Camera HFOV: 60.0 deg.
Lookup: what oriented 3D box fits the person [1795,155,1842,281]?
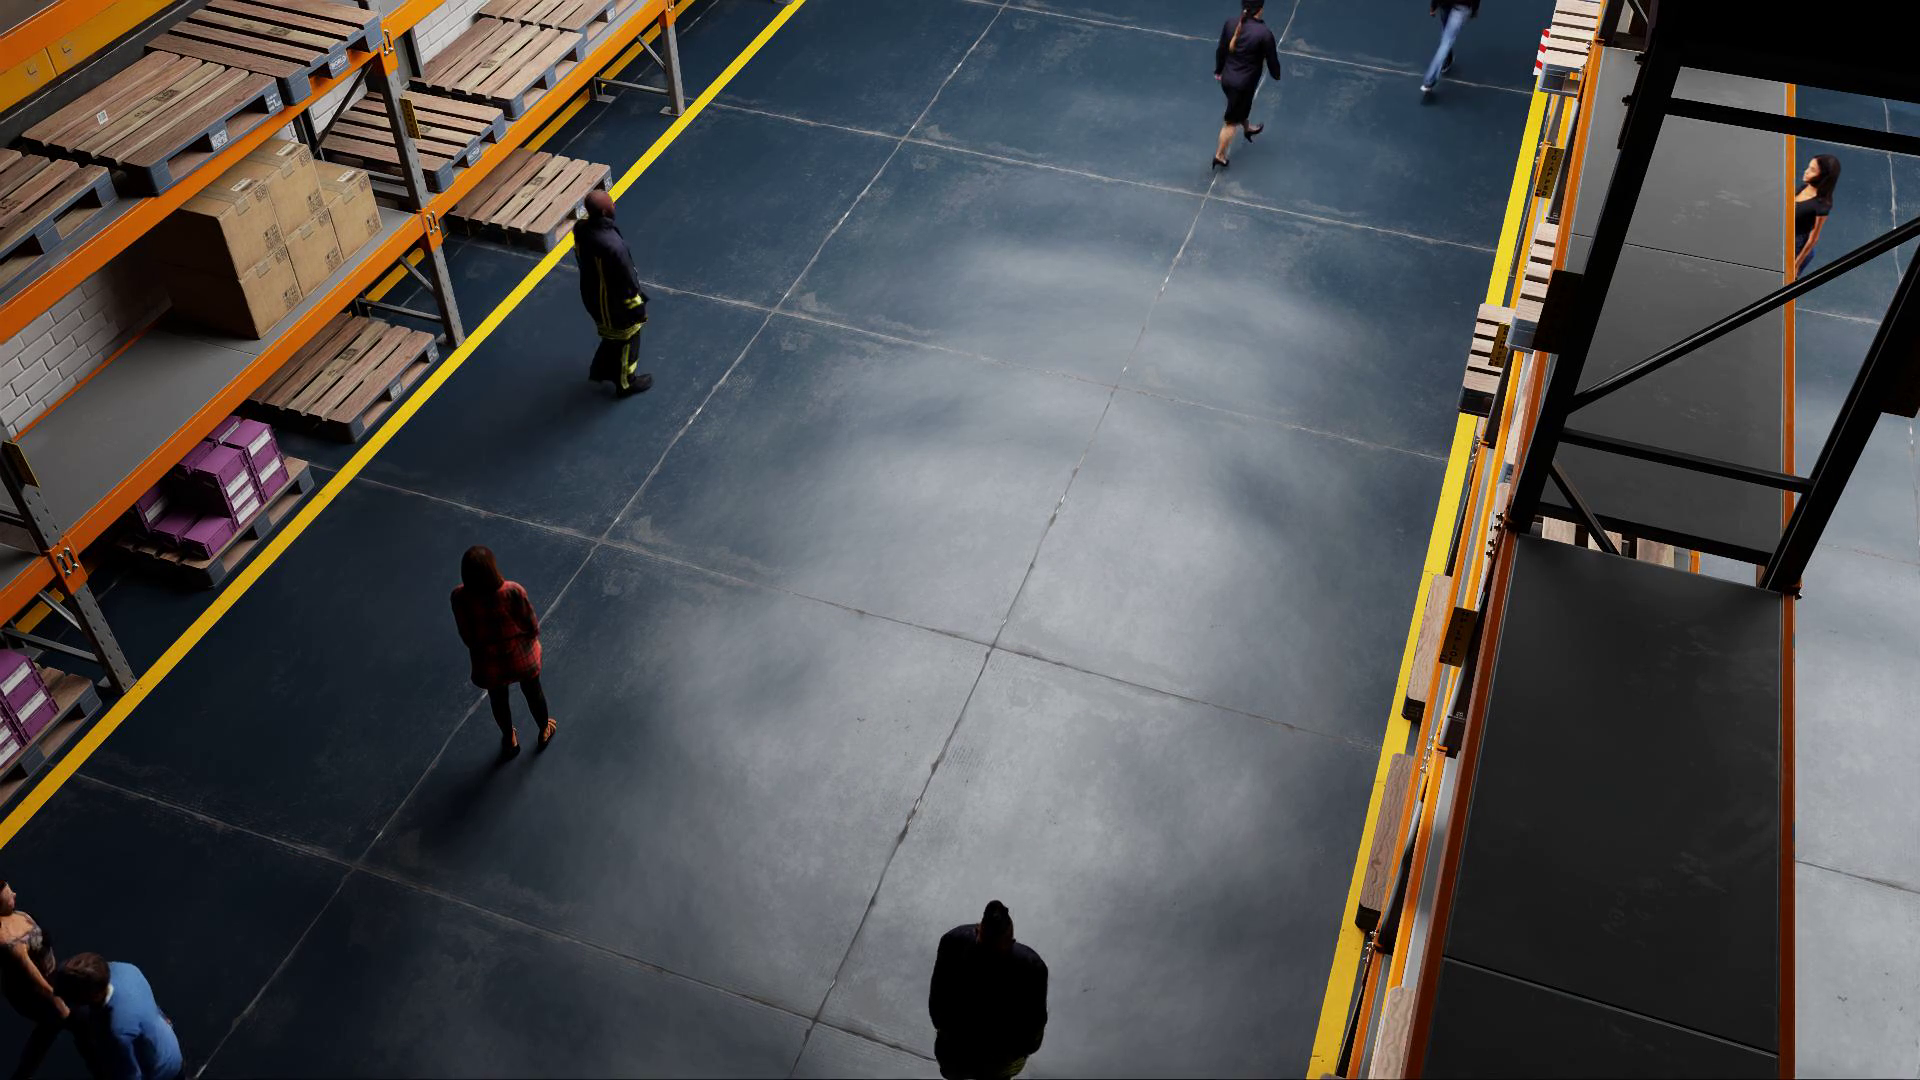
[{"bbox_3d":[6.568,-2.273,13.135,0.698,1.739,0.586,-2,44,-2],"label":"person"}]

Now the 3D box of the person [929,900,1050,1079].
[{"bbox_3d":[0.157,2.318,8.243,0.793,1.839,0.926,18,46,18],"label":"person"}]

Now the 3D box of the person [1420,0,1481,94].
[{"bbox_3d":[4.793,-5.177,16.207,0.819,1.707,1.223,25,49,24],"label":"person"}]

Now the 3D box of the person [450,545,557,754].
[{"bbox_3d":[-2.764,0.667,10.075,0.703,1.703,0.715,-7,44,-7],"label":"person"}]

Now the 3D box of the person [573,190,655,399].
[{"bbox_3d":[-2.702,-1.821,12.608,0.994,1.812,0.931,-29,51,-27],"label":"person"}]

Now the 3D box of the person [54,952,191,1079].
[{"bbox_3d":[-3.855,2.491,8.093,0.993,1.796,0.930,-19,47,-19],"label":"person"}]

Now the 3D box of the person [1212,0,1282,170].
[{"bbox_3d":[2.508,-4.139,15.173,1.175,1.630,0.998,-31,52,-29],"label":"person"}]

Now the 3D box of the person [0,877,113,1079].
[{"bbox_3d":[-4.687,2.319,8.305,0.769,1.752,0.964,28,50,26],"label":"person"}]
